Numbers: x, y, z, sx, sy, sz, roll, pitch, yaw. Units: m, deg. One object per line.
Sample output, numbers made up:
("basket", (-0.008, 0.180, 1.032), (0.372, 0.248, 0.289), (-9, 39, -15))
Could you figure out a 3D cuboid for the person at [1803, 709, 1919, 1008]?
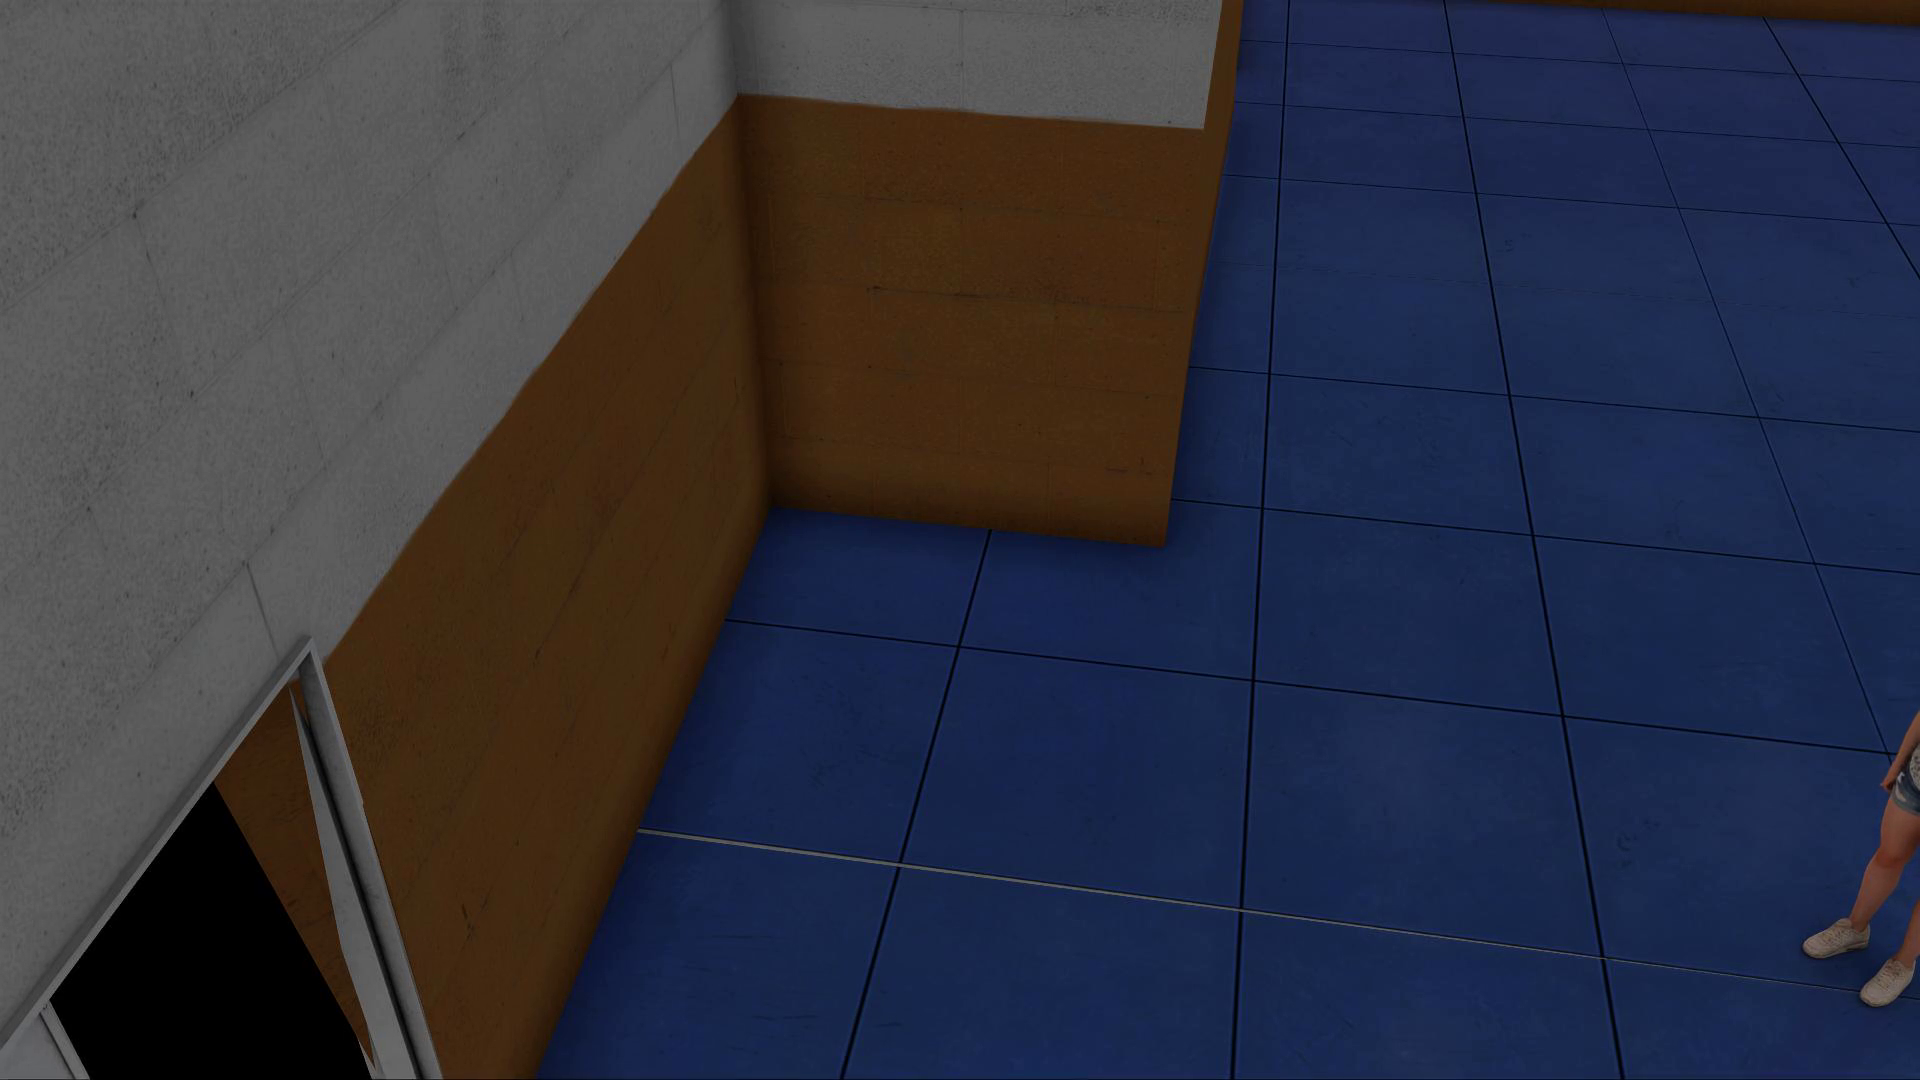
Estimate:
("person", (3.355, 0.873, 5.622), (0.687, 1.760, 0.651), (-17, 40, -21))
